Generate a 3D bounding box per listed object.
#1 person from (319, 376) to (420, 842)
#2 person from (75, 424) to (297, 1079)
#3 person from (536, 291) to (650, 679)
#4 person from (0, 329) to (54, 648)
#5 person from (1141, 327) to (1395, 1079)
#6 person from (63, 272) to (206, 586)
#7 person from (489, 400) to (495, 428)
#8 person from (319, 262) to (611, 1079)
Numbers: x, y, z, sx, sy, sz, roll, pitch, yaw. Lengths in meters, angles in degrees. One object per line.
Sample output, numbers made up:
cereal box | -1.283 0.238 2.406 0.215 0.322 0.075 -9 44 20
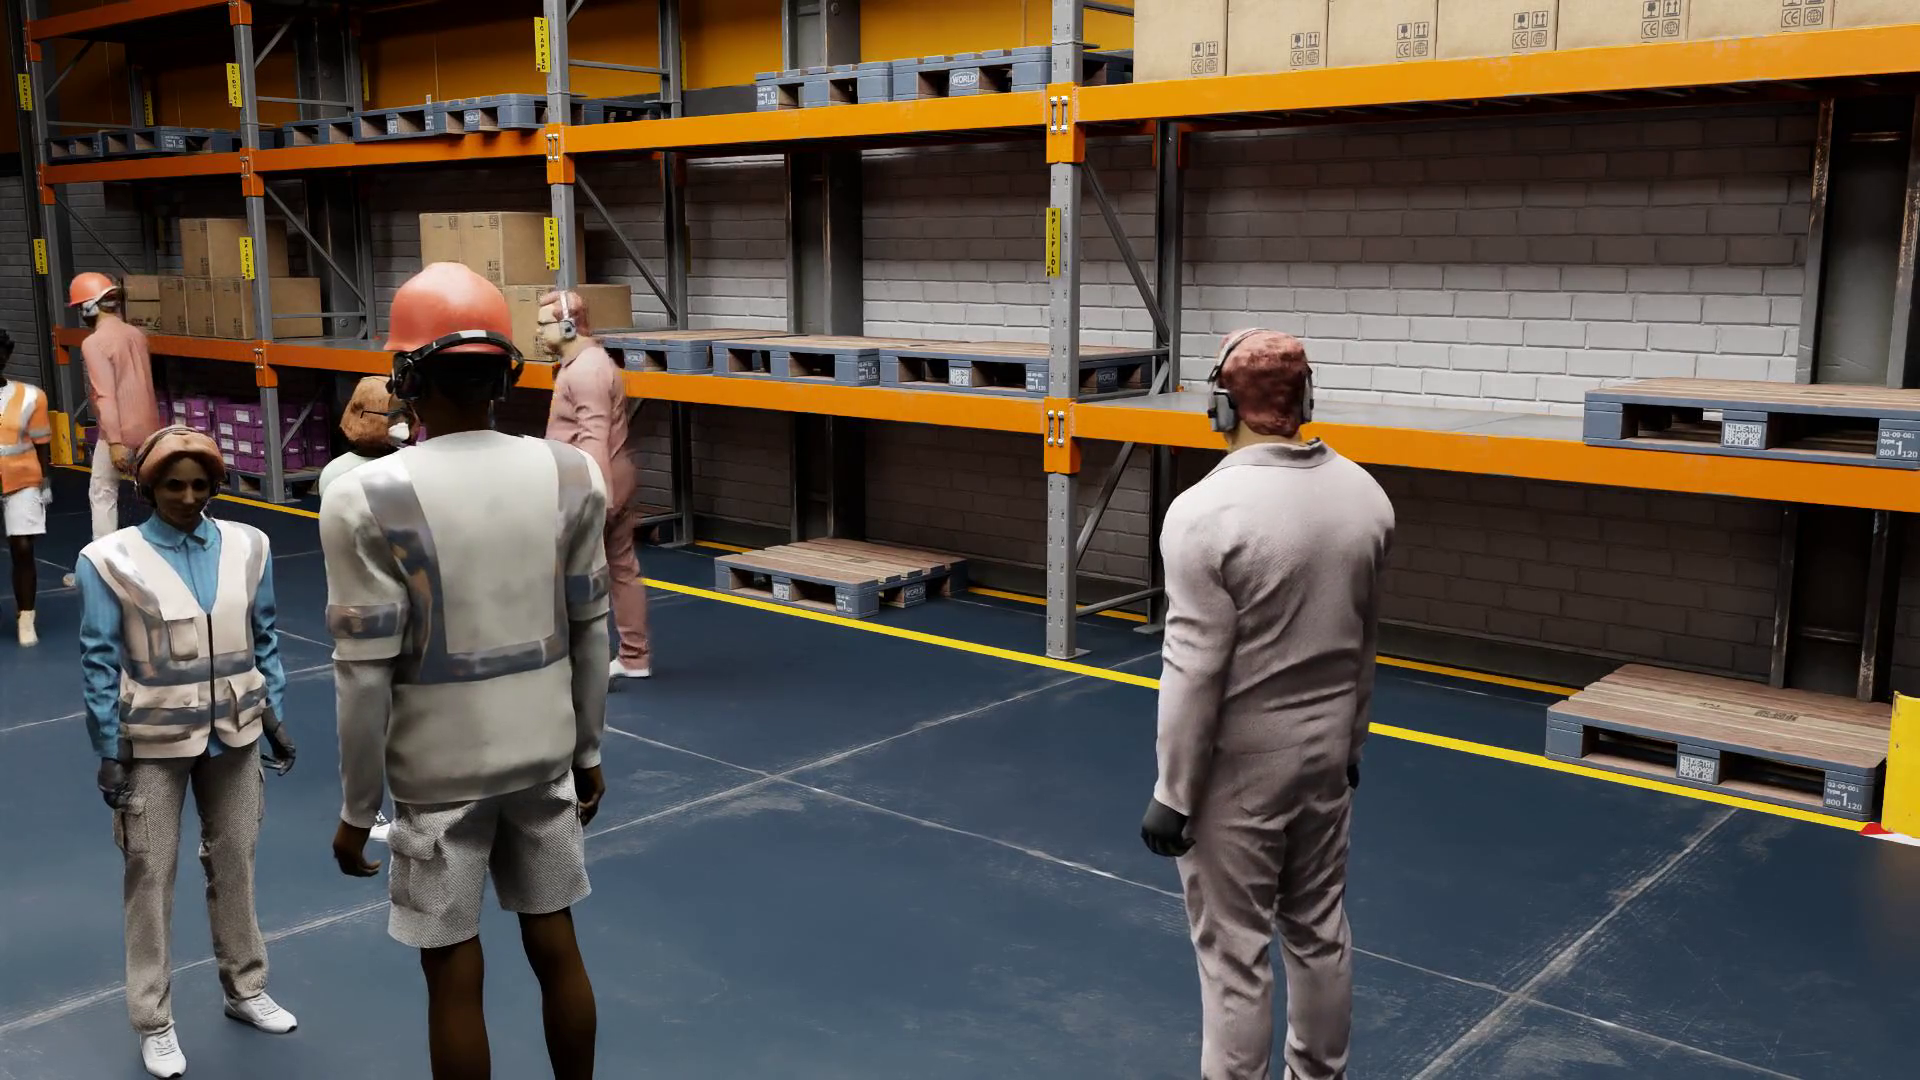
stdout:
person | -2.031 0.233 5.914 0.268 1.631 0.509 5 11 25
person | -1.963 0.521 4.256 0.310 1.639 0.514 8 13 38
person | -1.762 -0.217 7.809 0.598 1.878 0.674 -2 10 -11
person | -5.029 -0.285 8.702 0.547 1.685 0.448 -7 12 -33
person | 0.650 0.486 3.701 0.645 1.905 0.400 -7 12 -36
person | -5.013 -0.664 10.175 1.005 1.944 0.648 1 10 5
person | -3.164 -0.687 10.582 0.404 1.833 0.596 2 10 11
person | -1.016 0.457 3.471 0.605 2.045 0.376 -9 14 -42
